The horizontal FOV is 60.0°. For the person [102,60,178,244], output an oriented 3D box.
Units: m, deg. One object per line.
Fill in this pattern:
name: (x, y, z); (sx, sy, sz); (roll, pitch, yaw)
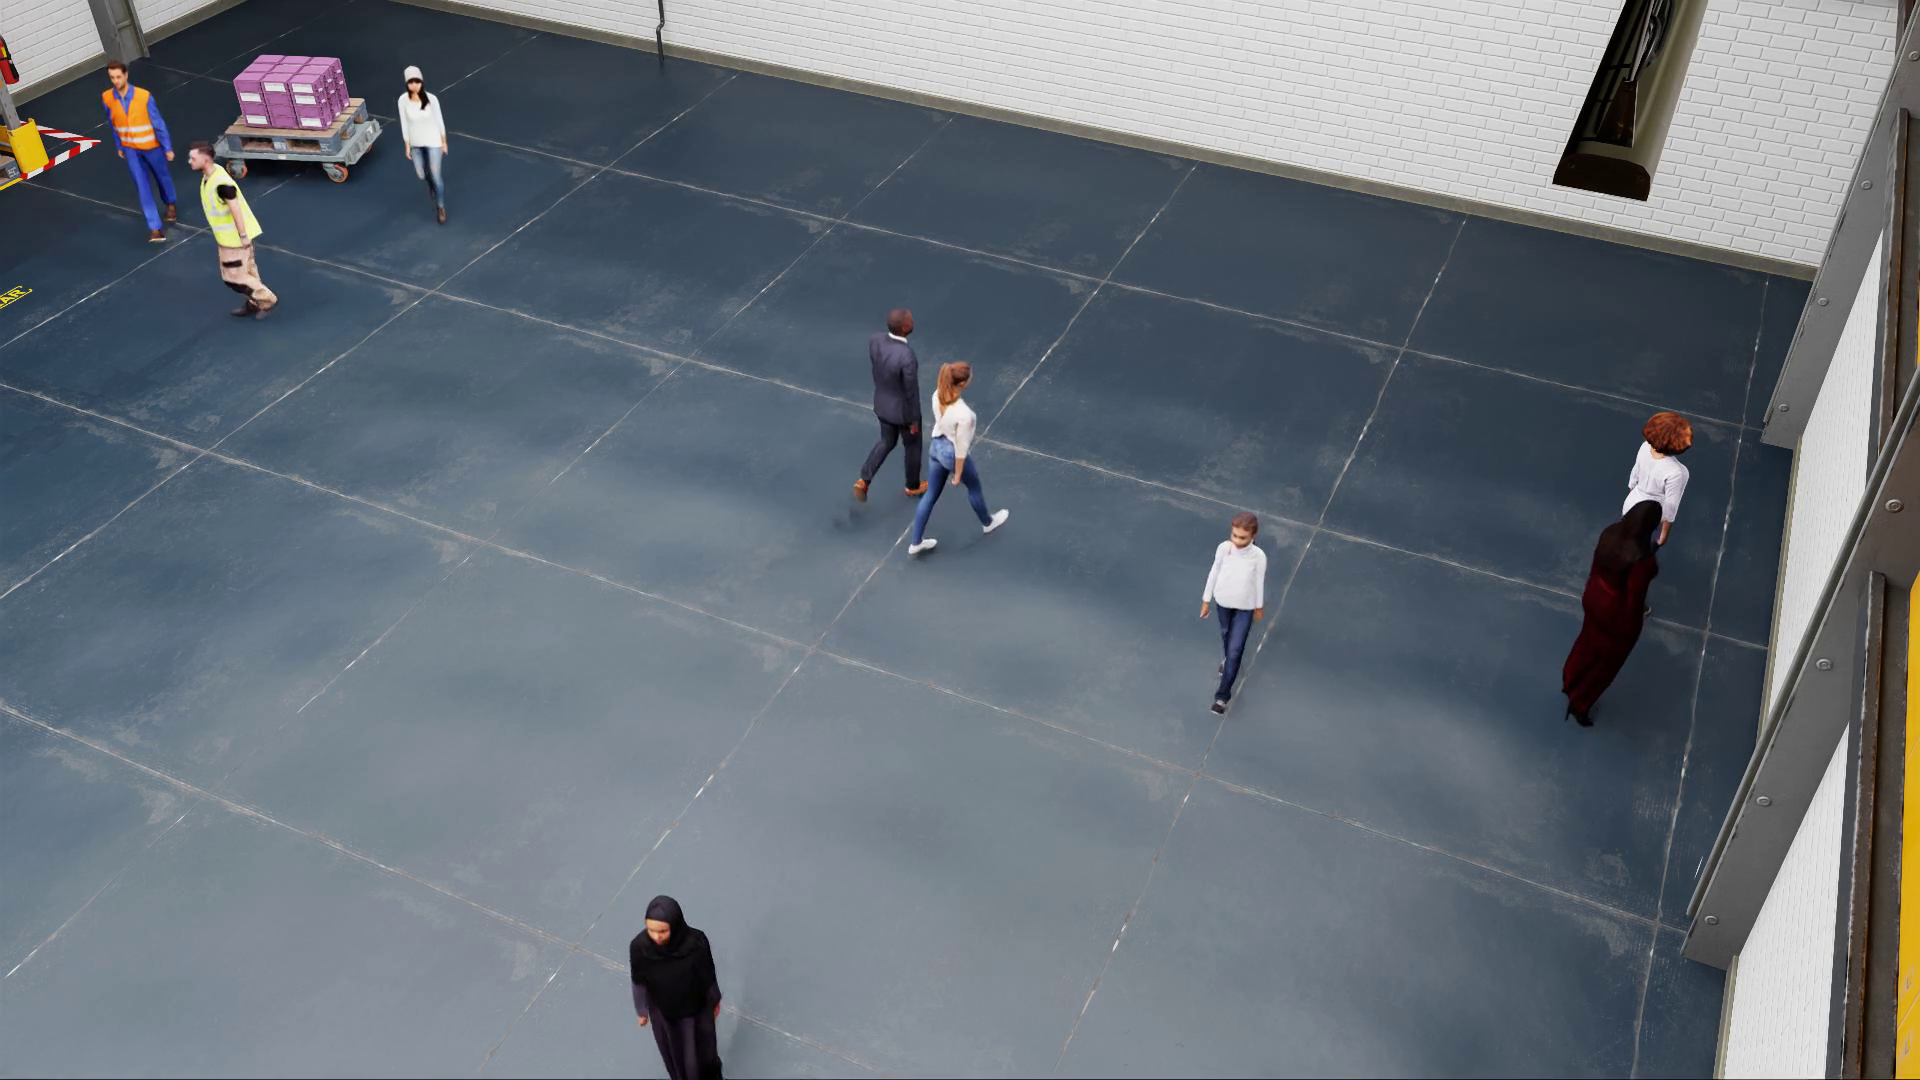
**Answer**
person: (-8.289, -4.004, 16.922); (1.200, 1.811, 1.317); (-9, 40, -12)

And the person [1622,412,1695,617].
person: (5.048, -0.206, 12.245); (0.813, 1.712, 0.748); (-11, 40, -14)

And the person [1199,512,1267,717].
person: (1.960, 0.394, 11.646); (0.589, 1.522, 1.008); (18, 42, 21)

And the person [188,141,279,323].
person: (-6.731, -2.901, 15.522); (0.894, 1.833, 0.853); (-21, 43, -24)

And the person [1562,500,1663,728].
person: (4.443, 0.465, 11.383); (0.974, 1.740, 0.890); (-8, 39, -10)

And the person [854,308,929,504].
person: (-0.551, -1.018, 13.191); (1.103, 1.800, 0.933); (-28, 47, -31)

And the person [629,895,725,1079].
person: (-1.498, 2.440, 9.016); (0.743, 1.608, 0.831); (3, 39, 3)

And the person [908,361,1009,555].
person: (-0.152, -0.587, 12.752); (1.197, 1.674, 0.947); (-27, 46, -30)

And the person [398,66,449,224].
person: (-5.539, -4.134, 17.227); (0.836, 1.633, 0.944); (-6, 39, -8)
